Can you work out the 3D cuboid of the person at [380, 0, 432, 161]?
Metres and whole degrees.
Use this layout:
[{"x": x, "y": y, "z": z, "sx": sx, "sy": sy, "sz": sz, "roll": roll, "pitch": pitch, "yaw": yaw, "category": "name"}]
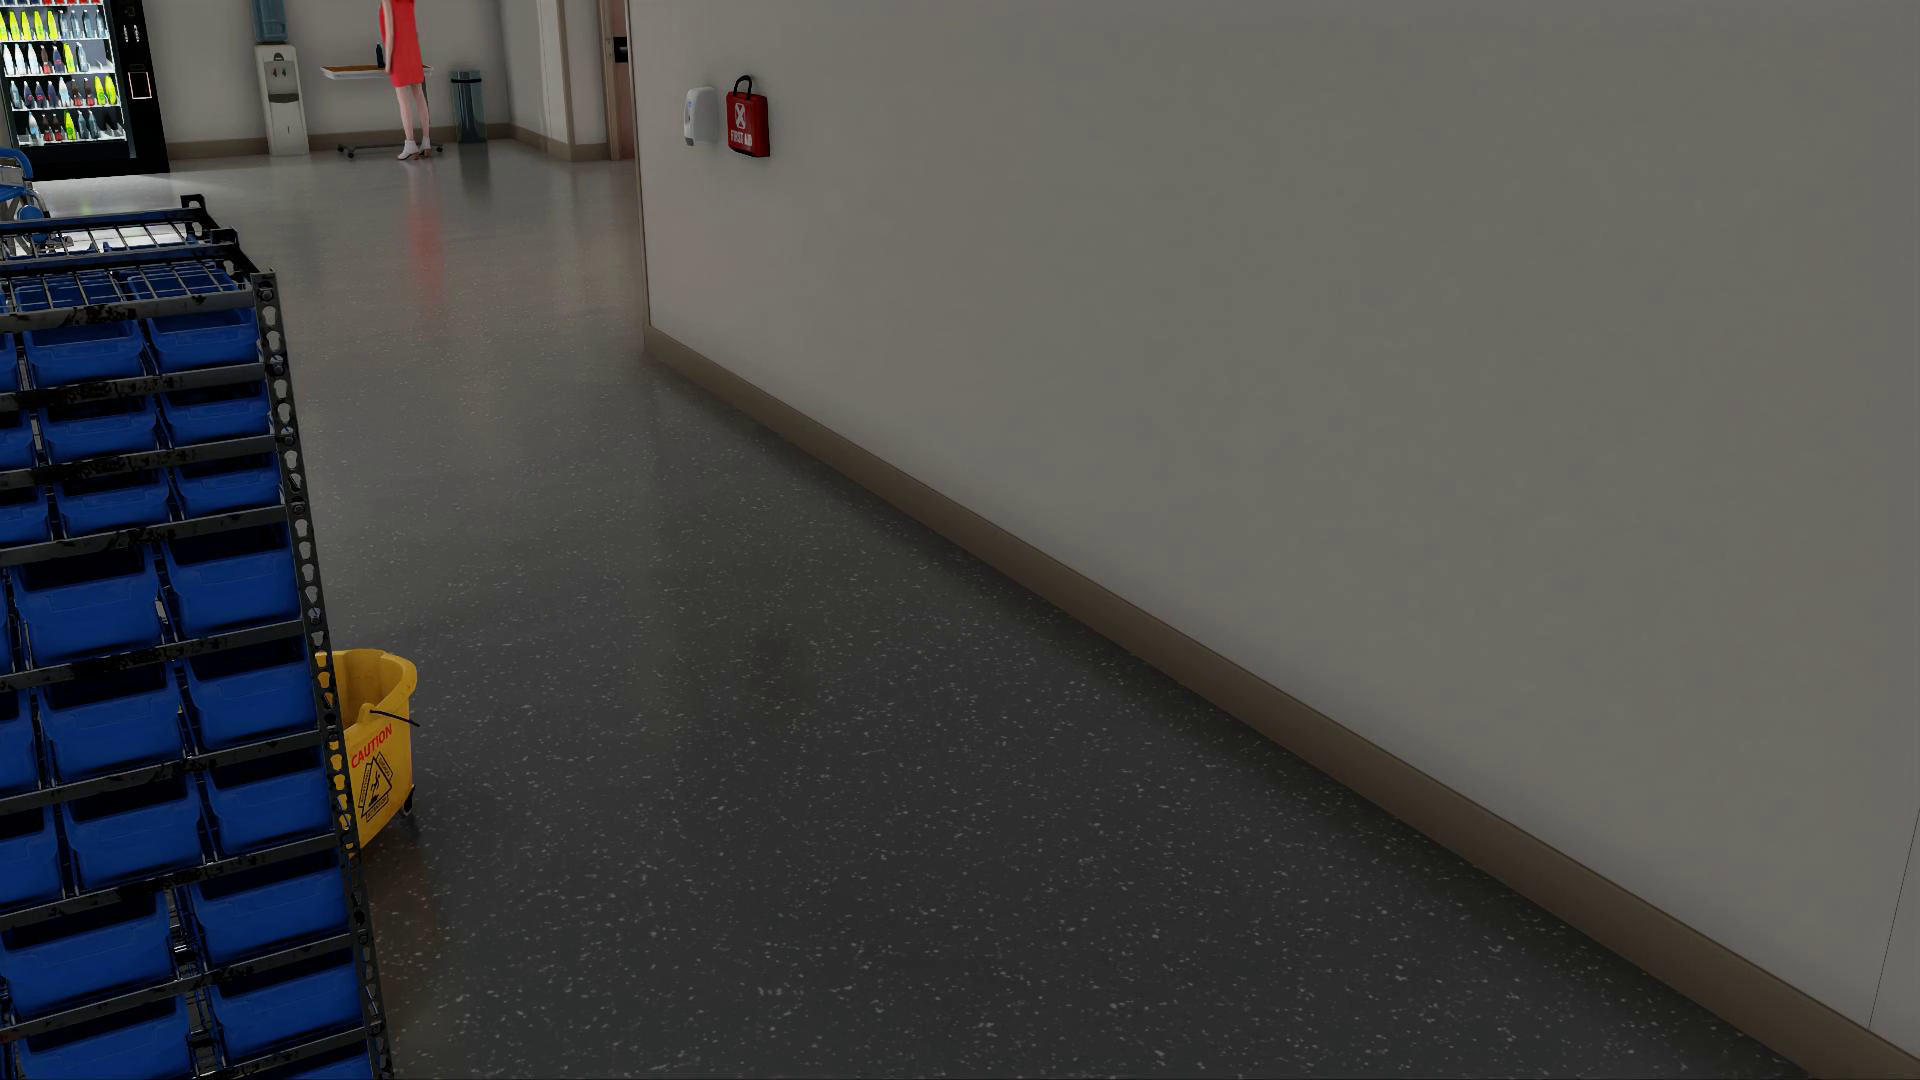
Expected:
[{"x": -5.264, "y": -4.554, "z": 15.771, "sx": 0.721, "sy": 1.827, "sz": 0.627, "roll": 9, "pitch": 23, "yaw": 23, "category": "person"}]
